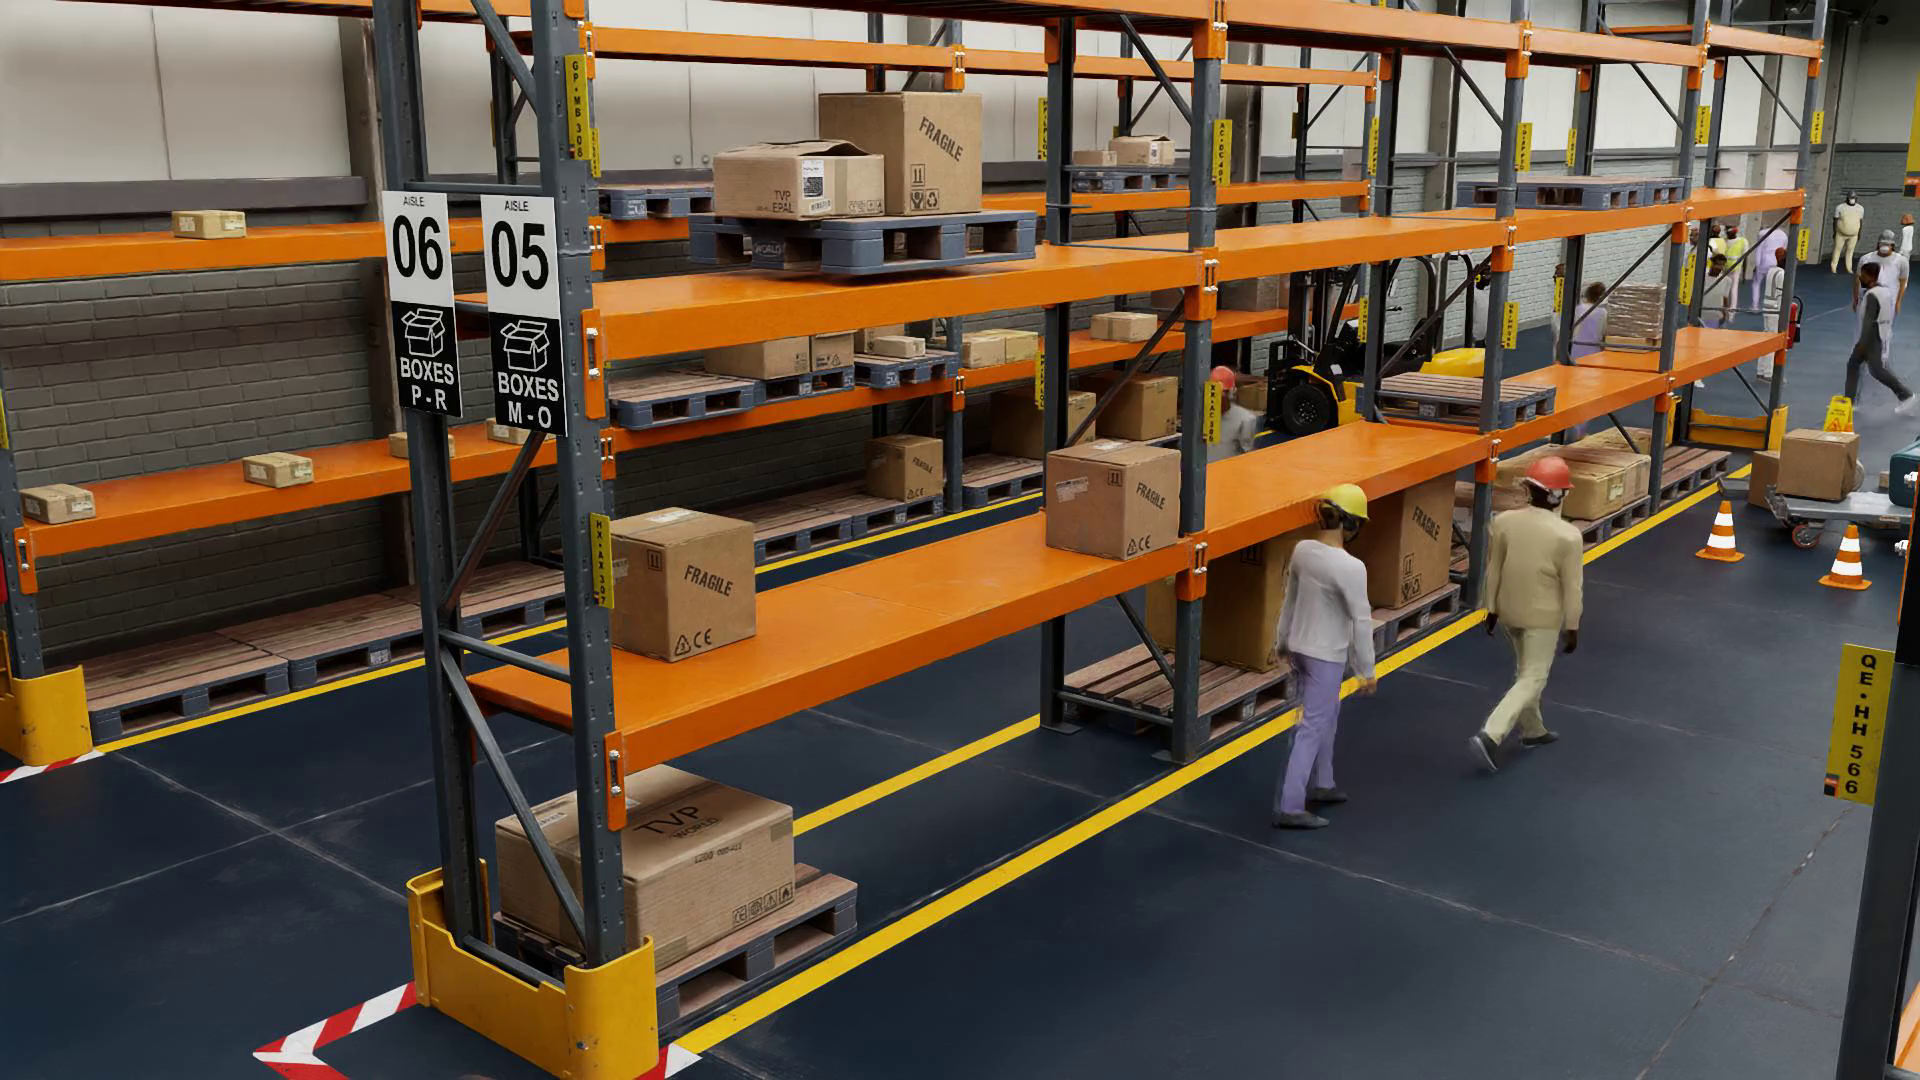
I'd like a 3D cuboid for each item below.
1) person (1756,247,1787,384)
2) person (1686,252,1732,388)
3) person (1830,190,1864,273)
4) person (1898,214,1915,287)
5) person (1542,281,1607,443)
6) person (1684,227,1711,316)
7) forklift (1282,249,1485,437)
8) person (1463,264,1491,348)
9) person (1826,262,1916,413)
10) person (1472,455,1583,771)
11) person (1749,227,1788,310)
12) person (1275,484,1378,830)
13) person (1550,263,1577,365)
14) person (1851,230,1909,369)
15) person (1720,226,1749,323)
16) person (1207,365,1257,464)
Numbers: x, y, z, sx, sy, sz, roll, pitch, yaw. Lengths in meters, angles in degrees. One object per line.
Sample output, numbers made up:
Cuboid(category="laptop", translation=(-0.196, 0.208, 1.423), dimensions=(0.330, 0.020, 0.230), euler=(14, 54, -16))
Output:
Cuboid(category="person", translation=(11.321, -3.112, 23.066), dimensions=(0.356, 1.883, 0.572), euler=(2, 14, 7))
Cuboid(category="person", translation=(10.173, -2.984, 22.626), dimensions=(0.525, 1.843, 0.417), euler=(2, 14, 9))
Cuboid(category="person", translation=(21.875, -7.591, 40.974), dimensions=(0.673, 2.000, 0.536), euler=(3, 14, 10))
Cuboid(category="person", translation=(21.156, -6.472, 37.256), dimensions=(0.501, 1.633, 0.284), euler=(-13, 19, -43))
Cuboid(category="person", translation=(6.940, -1.988, 18.683), dimensions=(0.681, 1.807, 0.468), euler=(3, 14, 12))
Cuboid(category="person", translation=(12.126, -4.203, 27.477), dimensions=(0.398, 1.901, 0.650), euler=(3, 14, 13))
Cuboid(category="forklift", translation=(4.886, -2.214, 18.767), dimensions=(2.313, 2.155, 1.214), euler=(11, 18, 38))
Cuboid(category="person", translation=(6.360, -2.462, 20.445), dimensions=(0.328, 1.872, 0.514), euler=(9, 17, 33))
Cuboid(category="person", translation=(11.383, -2.495, 20.585), dimensions=(0.904, 1.881, 0.603), euler=(7, 15, 26))
Cuboid(category="person", translation=(3.113, 0.393, 9.132), dimensions=(0.804, 1.725, 0.574), euler=(-9, 16, -32))
Cuboid(category="person", translation=(15.526, -5.274, 31.927), dimensions=(0.673, 1.856, 0.651), euler=(-1, 14, -3))
Cuboid(category="person", translation=(1.846, 0.578, 8.362), dimensions=(0.679, 1.719, 0.641), euler=(-6, 15, -24))
Cuboid(category="person", translation=(7.508, -2.538, 20.804), dimensions=(0.343, 1.847, 0.506), euler=(3, 14, 11))
Cuboid(category="person", translation=(13.483, -3.528, 24.432), dimensions=(0.684, 2.000, 0.538), euler=(9, 16, 32))
Cuboid(category="person", translation=(14.064, -4.877, 30.358), dimensions=(0.413, 1.855, 0.589), euler=(-12, 18, -40))
Cuboid(category="person", translation=(1.965, -0.456, 12.558), dimensions=(0.570, 1.738, 0.395), euler=(10, 17, 34))
